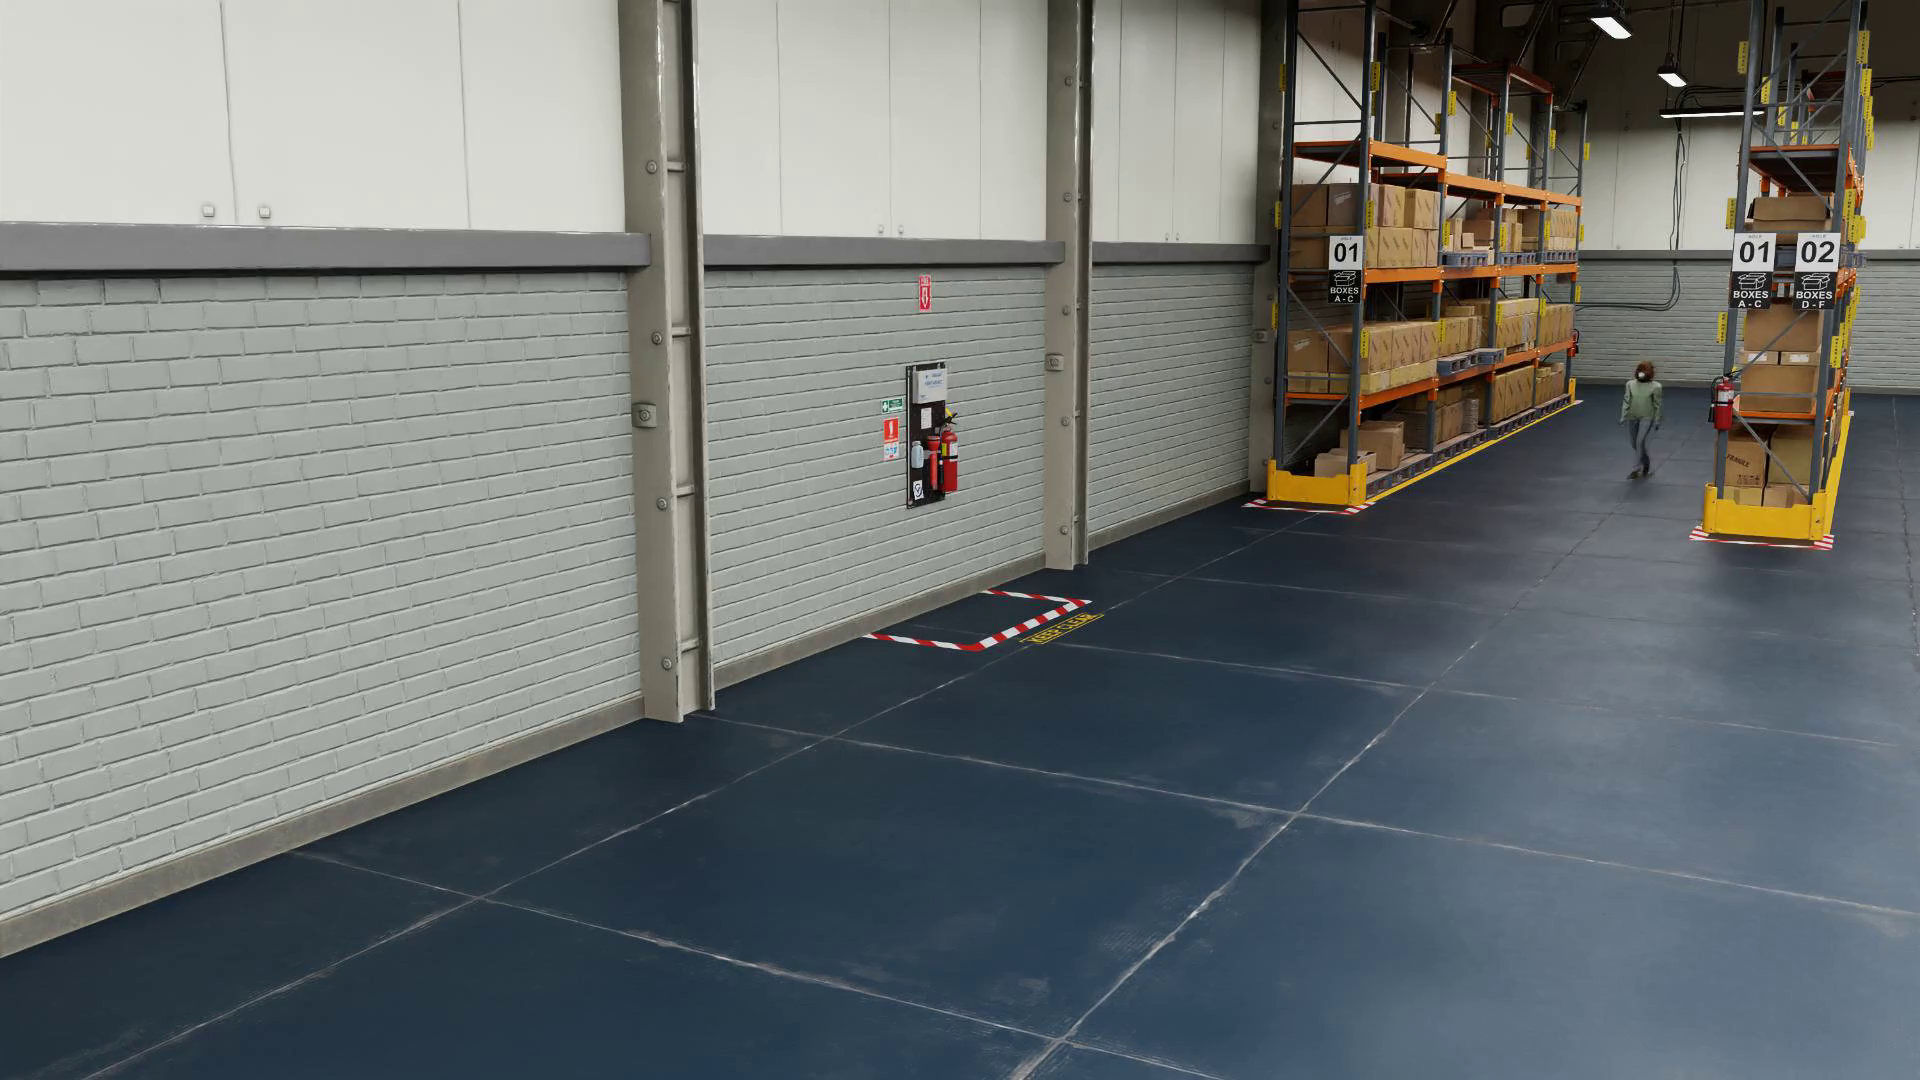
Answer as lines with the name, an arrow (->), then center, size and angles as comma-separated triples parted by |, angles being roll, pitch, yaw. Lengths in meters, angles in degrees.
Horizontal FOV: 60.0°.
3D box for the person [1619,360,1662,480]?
person -> 9.241, -1.636, 22.497 | 0.750, 1.605, 0.498 | -8, 13, -41
